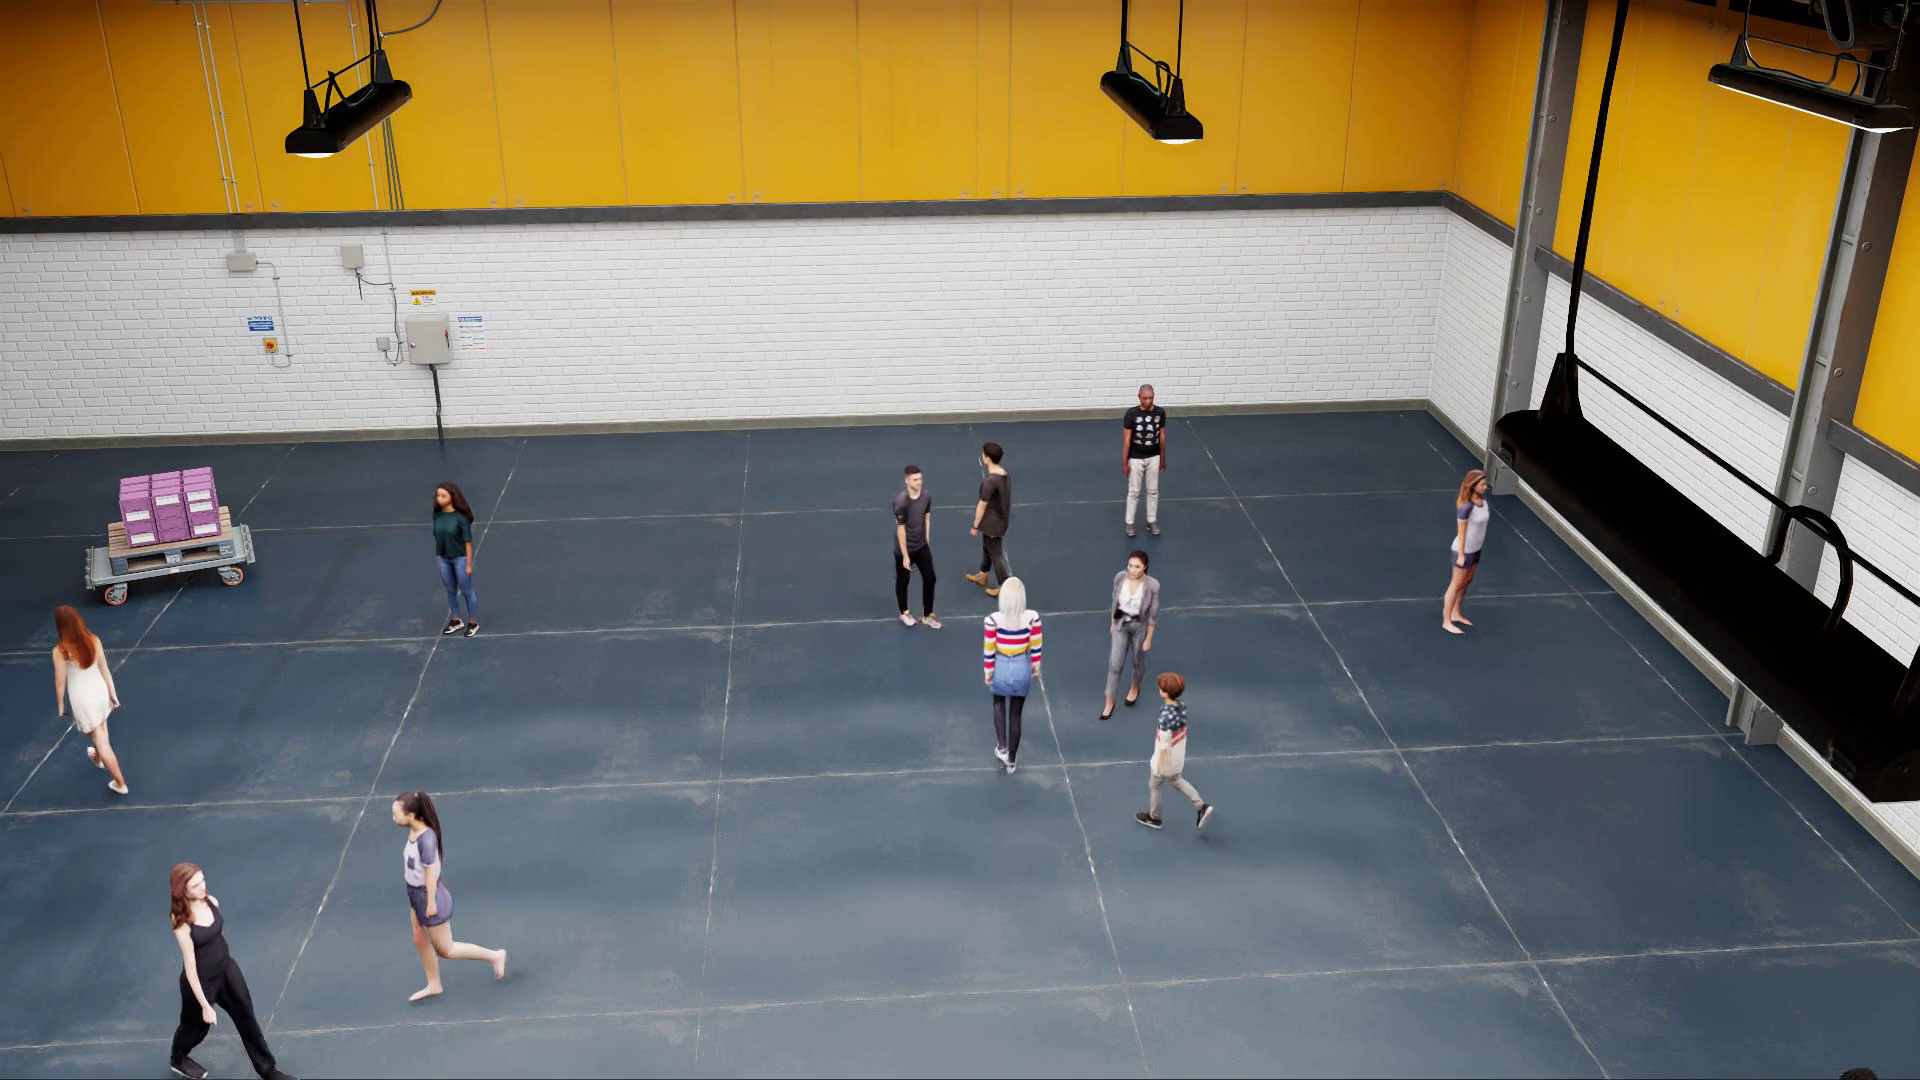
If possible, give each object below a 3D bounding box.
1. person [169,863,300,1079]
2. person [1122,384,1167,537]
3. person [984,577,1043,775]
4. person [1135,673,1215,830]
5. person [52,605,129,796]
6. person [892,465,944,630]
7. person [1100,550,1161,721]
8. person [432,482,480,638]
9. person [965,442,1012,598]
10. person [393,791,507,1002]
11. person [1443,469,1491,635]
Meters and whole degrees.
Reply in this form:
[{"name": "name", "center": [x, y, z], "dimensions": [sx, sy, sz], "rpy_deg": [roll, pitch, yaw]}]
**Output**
[{"name": "person", "center": [-4.866, 2.804, 10.580], "dimensions": [0.925, 1.699, 1.172], "rpy_deg": [5, 24, 12]}, {"name": "person", "center": [2.100, -0.931, 18.995], "dimensions": [0.680, 1.801, 0.626], "rpy_deg": [-4, 24, -10]}, {"name": "person", "center": [0.441, 1.178, 14.177], "dimensions": [0.662, 1.797, 0.626], "rpy_deg": [-1, 24, -1]}, {"name": "person", "center": [1.743, 1.728, 13.381], "dimensions": [0.892, 1.425, 0.852], "rpy_deg": [17, 29, 34]}, {"name": "person", "center": [-7.222, 1.365, 13.901], "dimensions": [1.064, 1.674, 1.021], "rpy_deg": [18, 29, 35]}, {"name": "person", "center": [-0.540, 0.055, 16.812], "dimensions": [0.838, 1.744, 0.921], "rpy_deg": [-16, 28, -32]}, {"name": "person", "center": [1.621, 0.807, 15.215], "dimensions": [0.904, 1.644, 1.042], "rpy_deg": [12, 26, 25]}, {"name": "person", "center": [-5.064, 0.182, 16.679], "dimensions": [0.693, 1.616, 0.718], "rpy_deg": [8, 25, 18]}, {"name": "person", "center": [0.428, -0.179, 17.410], "dimensions": [0.913, 1.693, 0.904], "rpy_deg": [11, 26, 23]}, {"name": "person", "center": [-3.560, 2.454, 11.470], "dimensions": [0.905, 1.627, 0.952], "rpy_deg": [-15, 28, -30]}, {"name": "person", "center": [5.091, 0.088, 16.753], "dimensions": [0.731, 1.730, 0.684], "rpy_deg": [21, 31, 40]}]
